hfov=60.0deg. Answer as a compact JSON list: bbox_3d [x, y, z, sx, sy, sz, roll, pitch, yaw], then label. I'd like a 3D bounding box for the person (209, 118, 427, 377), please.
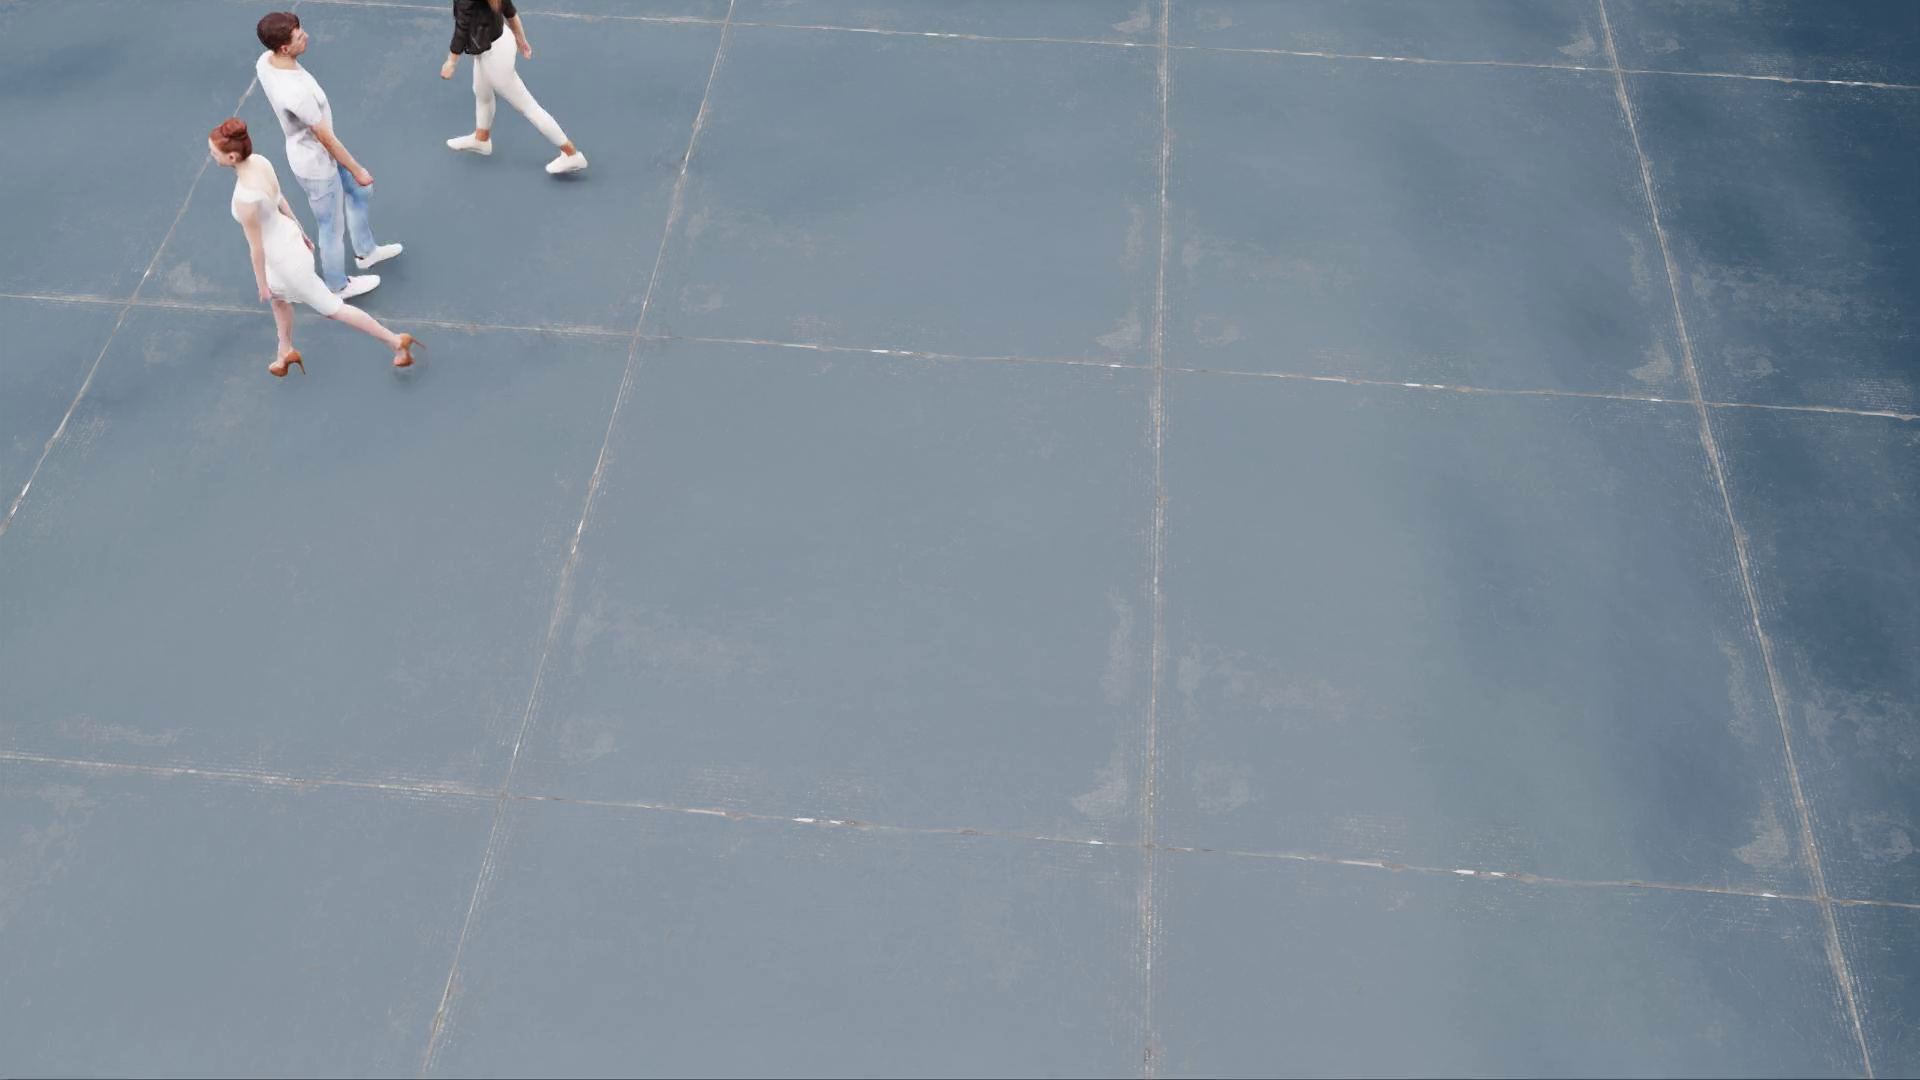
[{"bbox_3d":[-3.379,-1.445,8.646,1.152,1.750,0.735,-6,52,-5],"label":"person"}]

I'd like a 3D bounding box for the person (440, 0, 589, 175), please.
[{"bbox_3d":[-2.648,-2.838,9.784,1.135,1.656,0.608,3,52,2],"label":"person"}]

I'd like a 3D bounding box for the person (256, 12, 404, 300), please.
[{"bbox_3d":[-3.573,-2.006,9.027,0.888,1.834,0.826,-25,56,-18],"label":"person"}]
